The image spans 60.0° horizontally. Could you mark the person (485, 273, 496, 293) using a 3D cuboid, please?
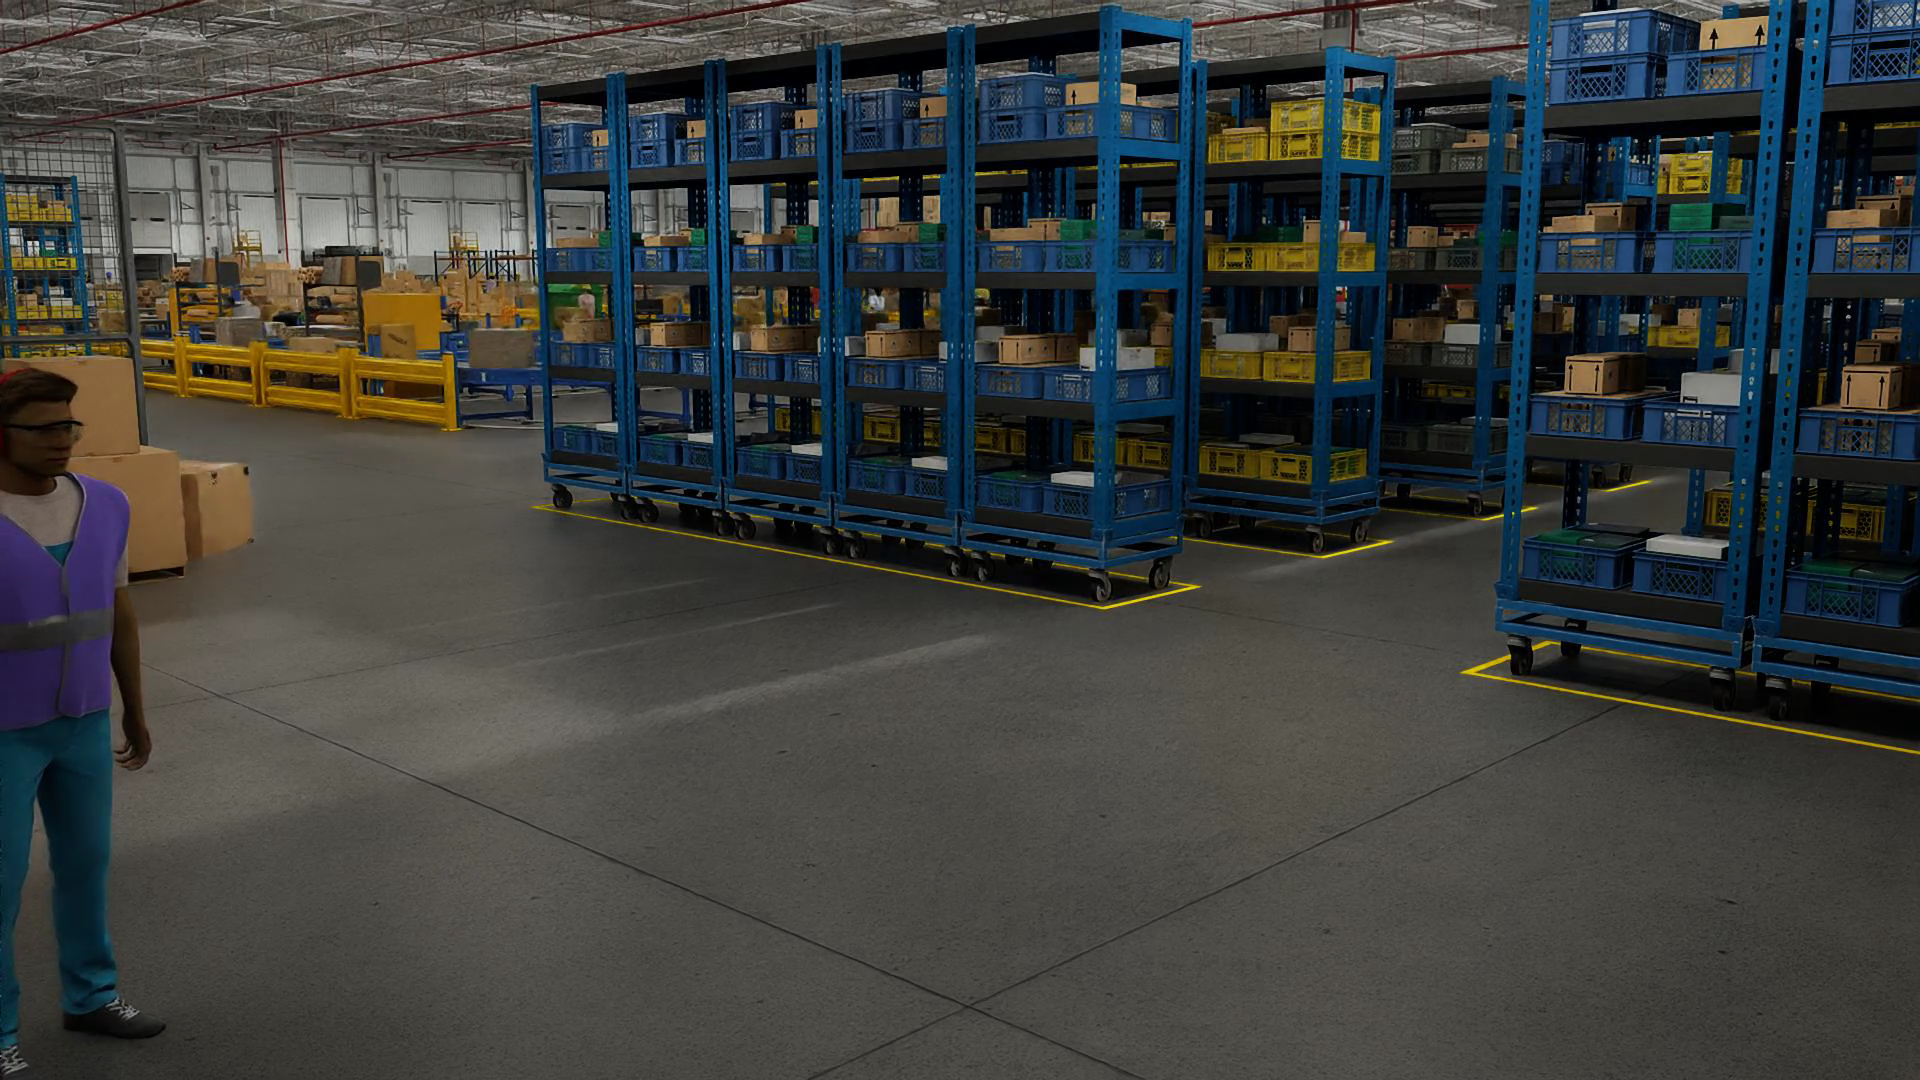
[{"bbox_3d":[-21.476,-11.294,76.232,0.609,1.894,0.533,3,10,19],"label":"person"}]

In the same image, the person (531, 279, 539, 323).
[{"bbox_3d":[-14.390,-8.089,56.841,0.592,1.805,0.801,-8,12,-41],"label":"person"}]

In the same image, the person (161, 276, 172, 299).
[{"bbox_3d":[-36.236,-11.178,75.961,0.295,1.744,0.491,7,12,38],"label":"person"}]

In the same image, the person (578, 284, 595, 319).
[{"bbox_3d":[-9.456,-5.669,42.262,0.914,1.715,0.551,9,13,43],"label":"person"}]

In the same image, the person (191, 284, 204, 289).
[{"bbox_3d":[-29.501,-9.381,64.301,0.906,1.967,0.631,4,10,21],"label":"person"}]

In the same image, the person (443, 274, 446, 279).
[{"bbox_3d":[-26.242,-12.746,85.318,0.522,1.824,0.529,4,10,23],"label":"person"}]

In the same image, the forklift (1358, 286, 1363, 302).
[{"bbox_3d":[11.100,-7.017,46.970,1.873,2.768,1.129,9,13,43],"label":"forklift"}]

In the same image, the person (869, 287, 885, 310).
[{"bbox_3d":[-2.238,-5.990,44.340,0.533,1.676,0.681,-8,12,-41],"label":"person"}]

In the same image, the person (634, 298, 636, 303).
[{"bbox_3d":[-18.288,-13.878,92.004,0.770,1.914,0.633,-8,12,-39],"label":"person"}]

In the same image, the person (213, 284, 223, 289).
[{"bbox_3d":[-22.227,-7.000,49.525,0.848,2.008,0.628,-4,10,-25],"label":"person"}]

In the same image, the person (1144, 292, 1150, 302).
[{"bbox_3d":[7.018,-9.023,62.884,0.317,1.695,0.540,1,9,4],"label":"person"}]

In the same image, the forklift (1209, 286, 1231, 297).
[{"bbox_3d":[10.048,-9.228,60.527,1.873,2.768,1.129,9,13,43],"label":"forklift"}]

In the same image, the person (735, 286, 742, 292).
[{"bbox_3d":[-9.478,-10.348,70.401,0.553,1.898,0.983,1,9,4],"label":"person"}]

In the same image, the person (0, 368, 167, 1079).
[{"bbox_3d":[-2.359,0.477,4.252,0.407,1.832,0.577,4,10,24],"label":"person"}]

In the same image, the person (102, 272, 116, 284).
[{"bbox_3d":[-38.227,-11.096,74.850,0.425,1.941,0.676,5,11,29],"label":"person"}]

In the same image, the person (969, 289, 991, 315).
[{"bbox_3d":[0.340,-2.741,23.992,0.625,1.814,0.513,7,11,35],"label":"person"}]

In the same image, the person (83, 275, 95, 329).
[{"bbox_3d":[-29.653,-8.092,56.628,0.317,1.876,0.531,2,9,12],"label":"person"}]

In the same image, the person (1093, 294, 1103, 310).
[{"bbox_3d":[2.022,-2.742,23.895,0.987,1.857,0.641,-6,11,-31],"label":"person"}]
